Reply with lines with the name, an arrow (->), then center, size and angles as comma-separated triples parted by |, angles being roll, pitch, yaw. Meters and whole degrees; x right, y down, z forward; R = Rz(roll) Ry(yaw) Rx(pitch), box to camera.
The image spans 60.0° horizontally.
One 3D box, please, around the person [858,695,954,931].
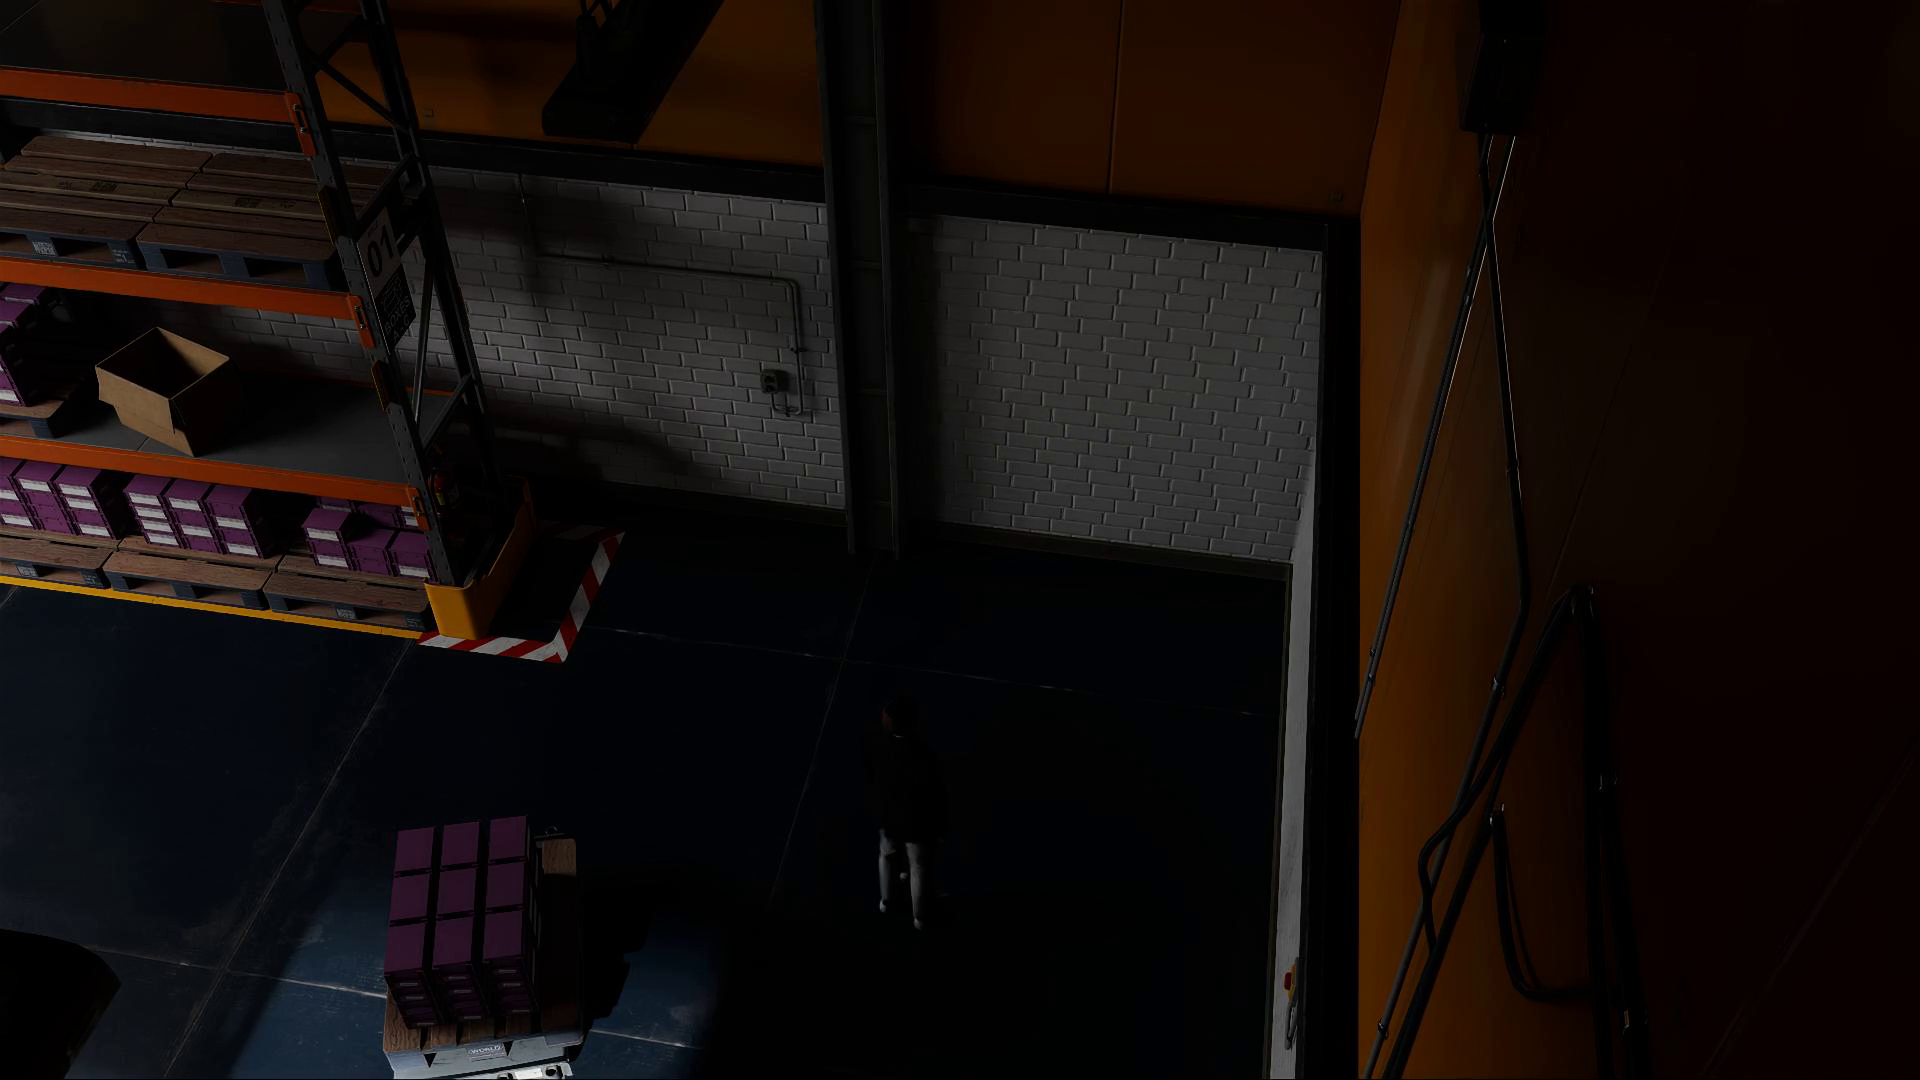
person -> -0.322, 1.503, 9.290 | 0.704, 1.951, 0.858 | 25, 49, 24
